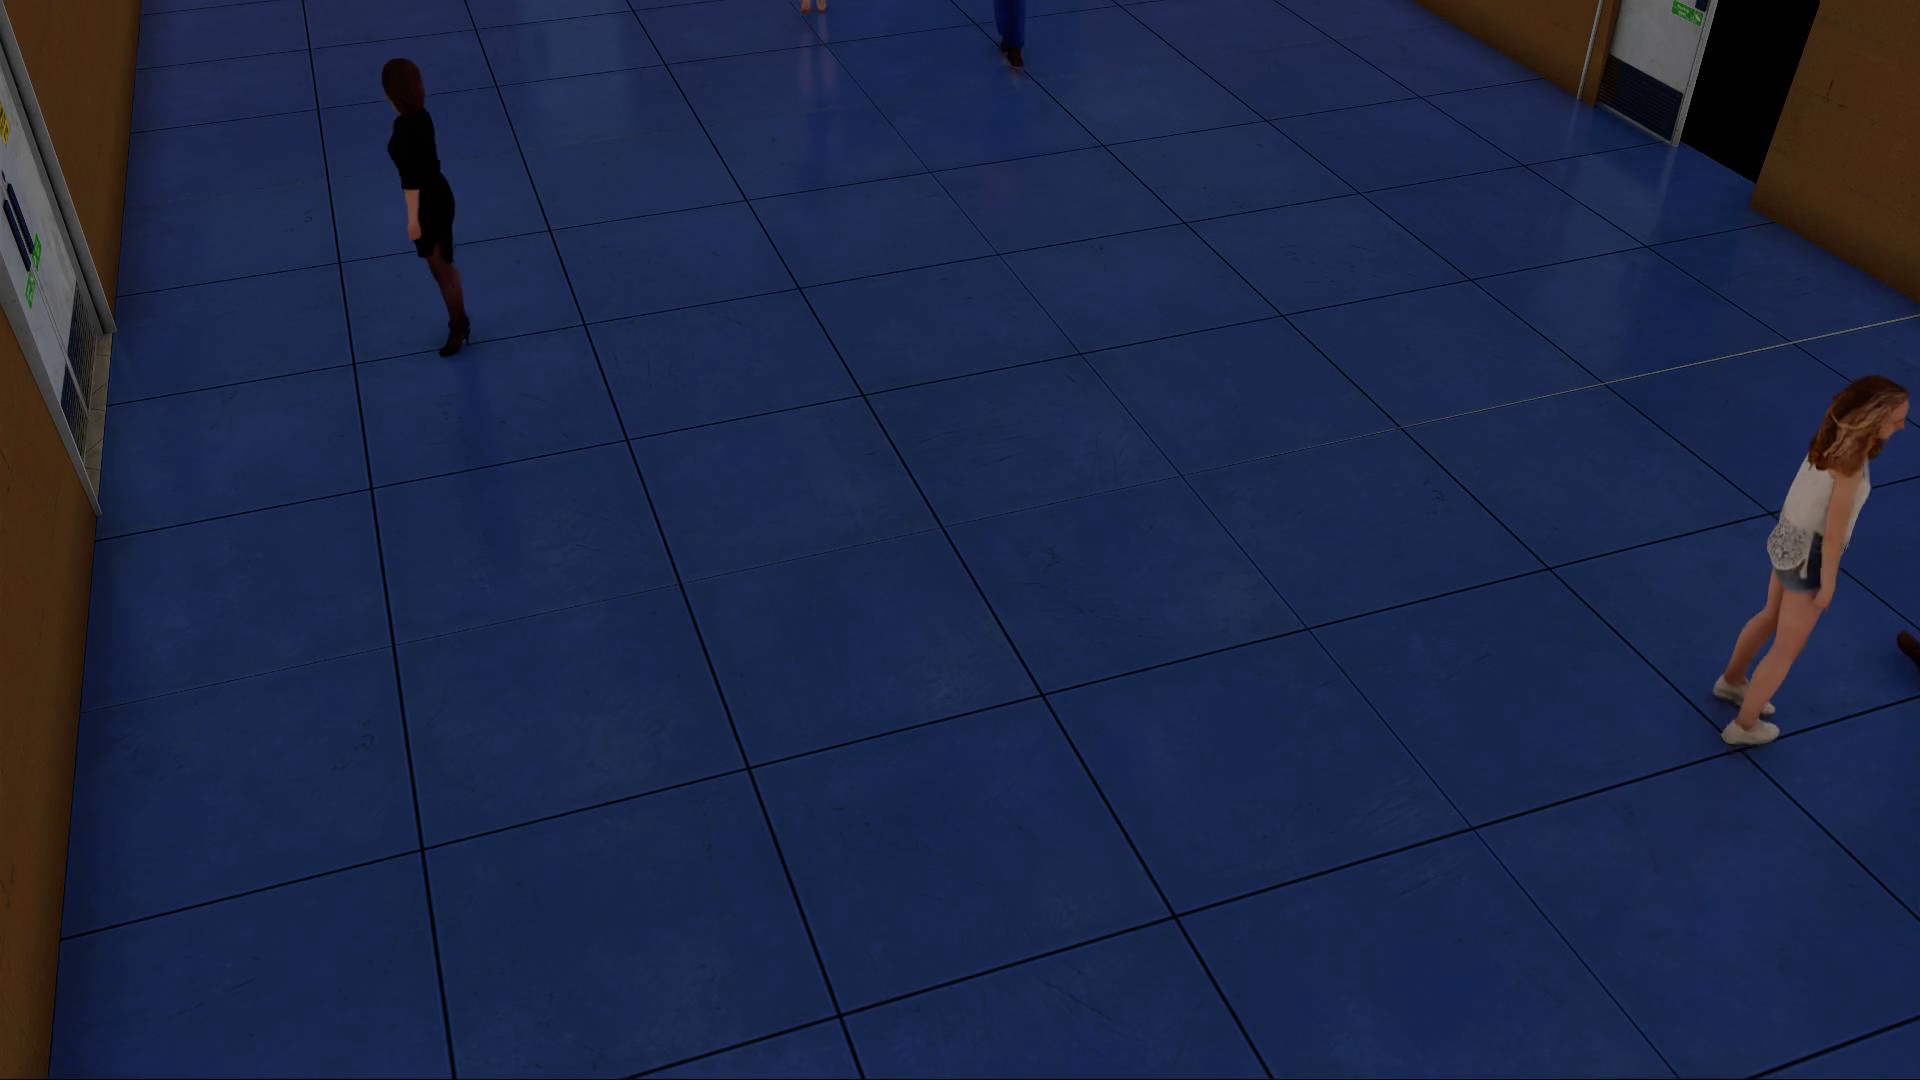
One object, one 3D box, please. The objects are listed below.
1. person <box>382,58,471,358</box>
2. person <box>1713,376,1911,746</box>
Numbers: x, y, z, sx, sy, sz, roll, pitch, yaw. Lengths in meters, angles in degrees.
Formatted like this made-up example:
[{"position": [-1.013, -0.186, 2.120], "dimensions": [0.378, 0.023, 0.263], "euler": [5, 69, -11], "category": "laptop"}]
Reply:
[{"position": [-2.942, -1.835, 9.286], "dimensions": [0.565, 1.692, 0.650], "euler": [-12, 39, -16], "category": "person"}, {"position": [3.342, 0.099, 6.677], "dimensions": [0.714, 1.748, 0.687], "euler": [6, 37, 8], "category": "person"}]
